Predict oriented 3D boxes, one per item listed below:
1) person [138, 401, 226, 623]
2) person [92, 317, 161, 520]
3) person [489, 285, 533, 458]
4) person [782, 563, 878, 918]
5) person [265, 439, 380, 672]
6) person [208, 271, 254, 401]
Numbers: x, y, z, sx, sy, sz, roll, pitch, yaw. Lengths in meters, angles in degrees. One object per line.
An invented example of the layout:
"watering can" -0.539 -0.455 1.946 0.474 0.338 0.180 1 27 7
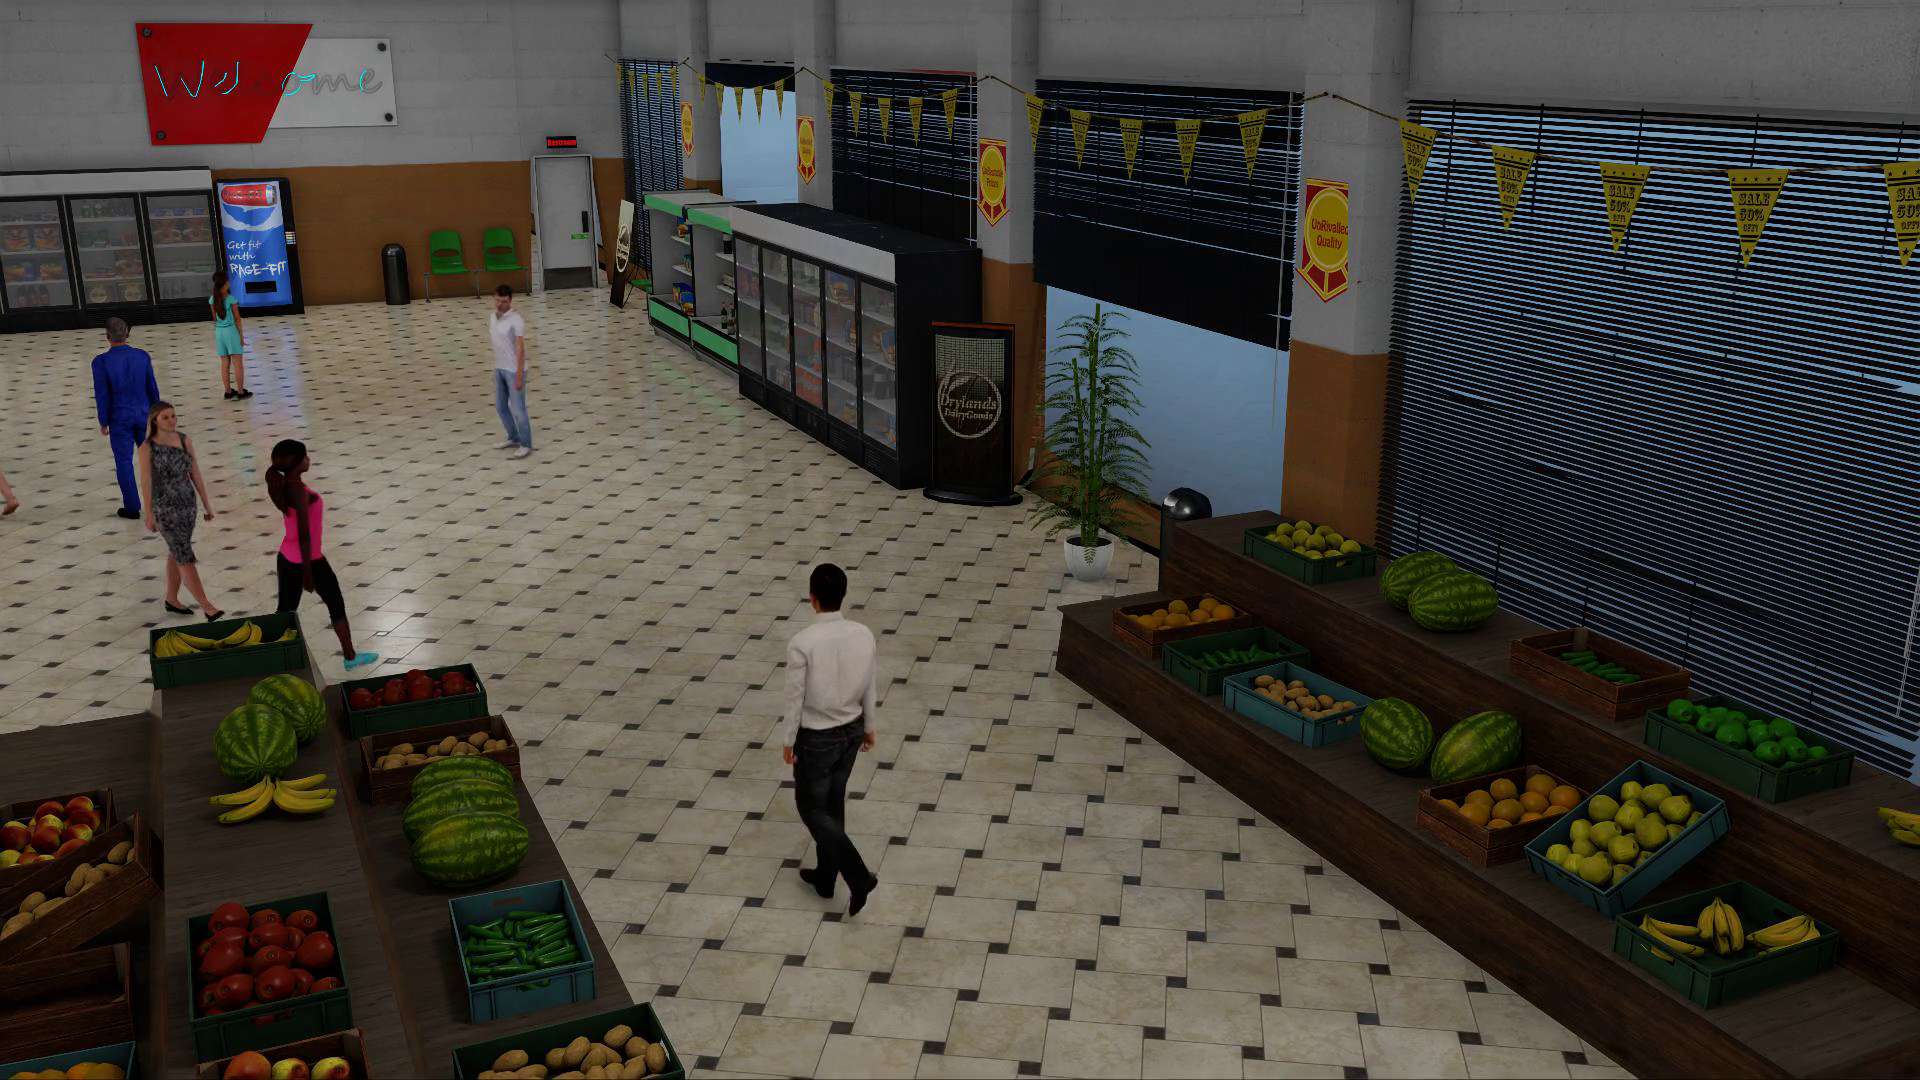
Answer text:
"person" -5.943 -0.206 12.471 1.117 1.671 0.967 9 19 28
"person" -7.580 -1.117 15.199 0.707 1.828 0.783 15 23 41
"person" -4.655 -1.751 17.311 0.954 1.814 0.803 -13 21 -37
"person" -0.600 1.027 8.204 0.787 1.790 1.036 -12 21 -34
"person" -4.500 0.190 11.146 1.122 1.682 0.903 16 23 42
"person" -8.879 -2.489 20.178 0.638 1.560 0.678 3 17 10
